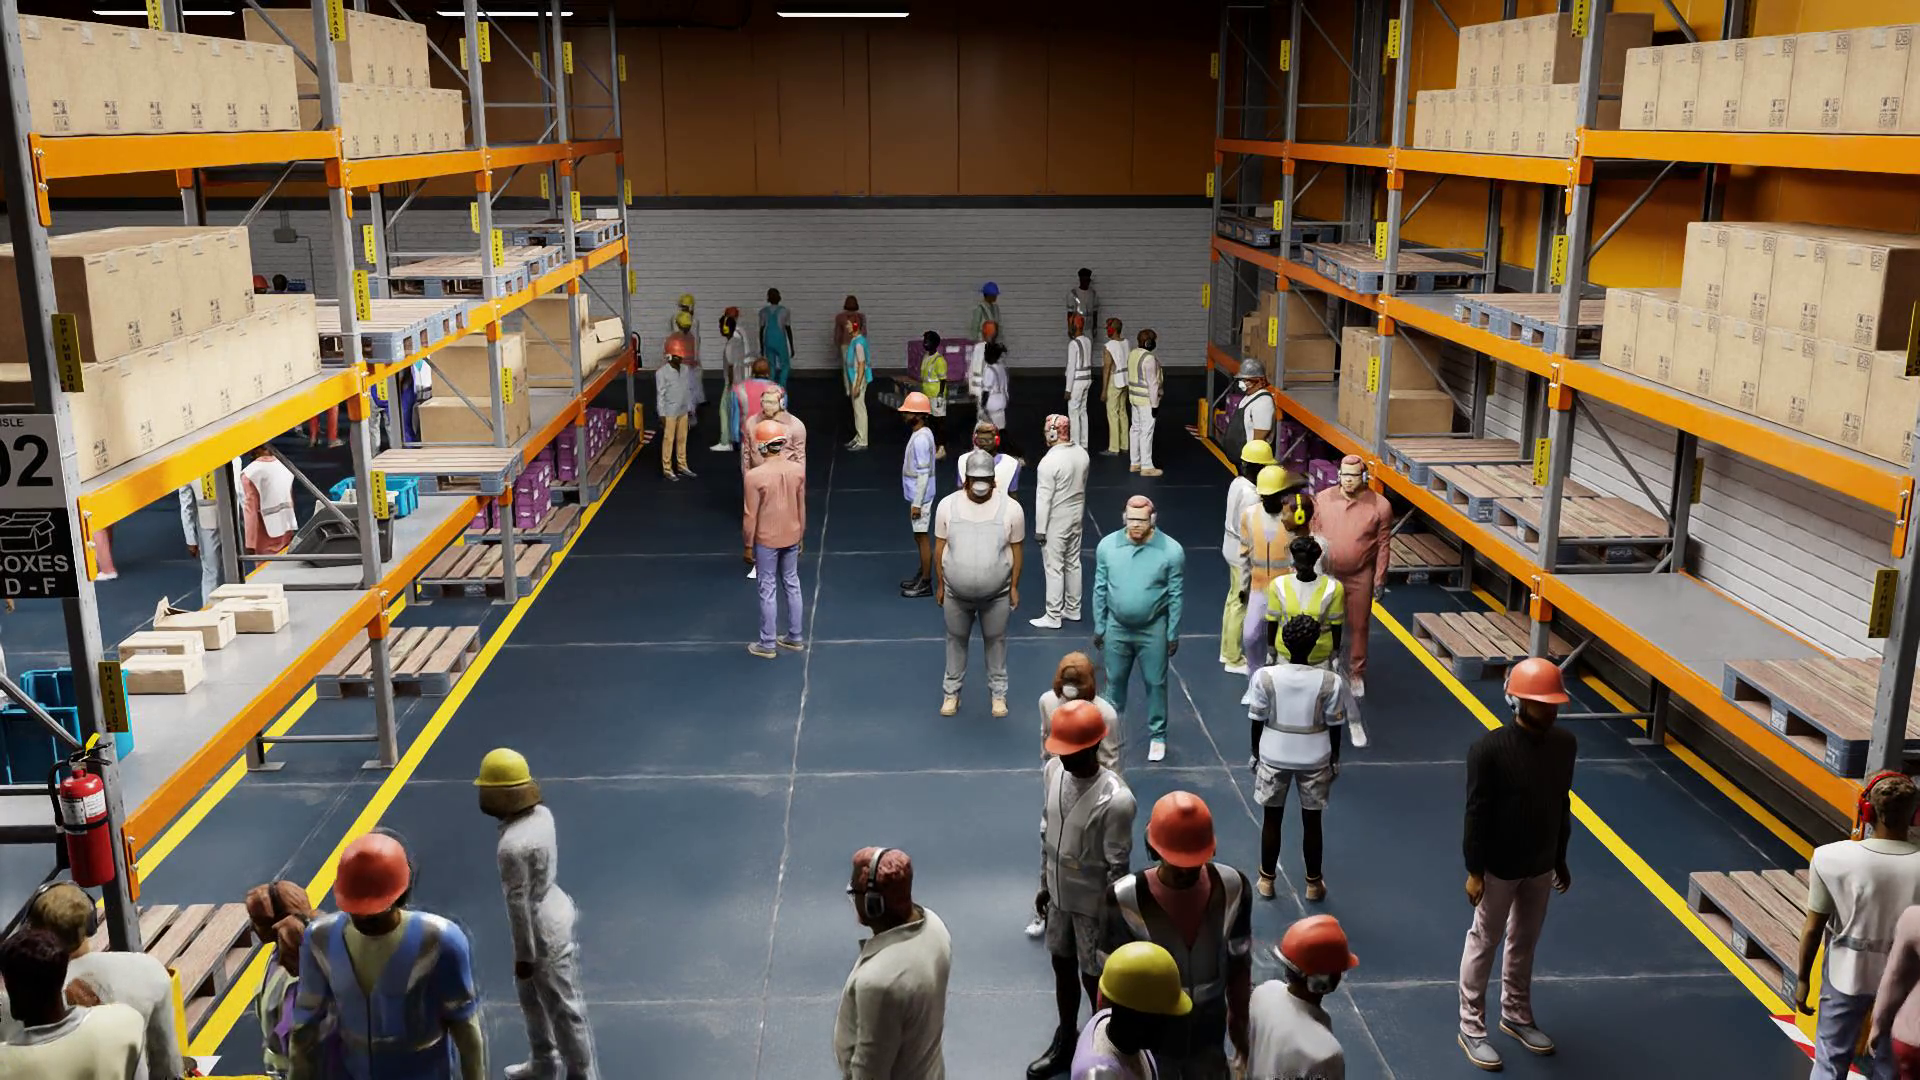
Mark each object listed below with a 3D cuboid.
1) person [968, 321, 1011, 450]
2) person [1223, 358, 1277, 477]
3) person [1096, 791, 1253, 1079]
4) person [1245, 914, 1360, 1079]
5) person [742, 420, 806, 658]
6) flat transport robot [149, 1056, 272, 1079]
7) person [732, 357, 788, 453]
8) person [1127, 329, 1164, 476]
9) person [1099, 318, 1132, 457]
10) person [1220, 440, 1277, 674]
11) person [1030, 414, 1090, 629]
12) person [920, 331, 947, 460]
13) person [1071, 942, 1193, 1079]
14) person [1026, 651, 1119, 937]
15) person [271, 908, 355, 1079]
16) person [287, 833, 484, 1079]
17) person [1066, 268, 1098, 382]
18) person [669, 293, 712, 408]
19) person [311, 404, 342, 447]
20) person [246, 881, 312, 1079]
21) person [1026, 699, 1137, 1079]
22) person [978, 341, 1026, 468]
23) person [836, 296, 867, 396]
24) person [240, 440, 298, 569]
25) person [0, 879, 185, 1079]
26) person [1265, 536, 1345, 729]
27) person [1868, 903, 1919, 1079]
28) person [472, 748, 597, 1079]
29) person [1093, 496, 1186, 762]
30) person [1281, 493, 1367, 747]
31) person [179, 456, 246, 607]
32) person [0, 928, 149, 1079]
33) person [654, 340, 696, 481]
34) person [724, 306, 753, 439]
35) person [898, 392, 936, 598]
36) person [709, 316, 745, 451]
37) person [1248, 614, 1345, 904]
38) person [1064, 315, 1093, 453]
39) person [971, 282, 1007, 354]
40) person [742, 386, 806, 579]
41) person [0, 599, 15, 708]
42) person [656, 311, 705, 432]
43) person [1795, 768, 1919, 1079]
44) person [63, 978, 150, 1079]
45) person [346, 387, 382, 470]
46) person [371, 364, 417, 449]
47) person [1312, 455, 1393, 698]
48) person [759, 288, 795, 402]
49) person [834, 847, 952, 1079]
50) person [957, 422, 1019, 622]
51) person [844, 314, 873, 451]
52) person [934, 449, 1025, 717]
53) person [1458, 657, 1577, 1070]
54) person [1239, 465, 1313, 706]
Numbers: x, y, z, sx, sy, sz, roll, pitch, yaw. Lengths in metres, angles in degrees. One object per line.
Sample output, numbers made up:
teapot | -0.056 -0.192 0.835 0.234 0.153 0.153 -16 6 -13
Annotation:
person | 0.389 -1.891 21.480 0.542 1.862 0.653 -7 16 -25
person | 2.983 -0.880 17.175 0.536 2.000 0.684 0 14 -1
person | 0.822 1.894 6.323 0.613 2.028 0.409 -3 15 -13
person | 1.142 2.146 5.937 0.843 1.723 0.571 -2 14 -10
person | -1.557 -0.013 13.885 0.615 1.987 0.407 -14 20 -43
flat transport robot | -3.309 2.623 6.951 0.652 0.197 1.431 -1 14 -2
person | -2.217 -1.121 18.554 0.640 1.825 0.674 -2 14 -6
person | 2.338 -1.735 20.926 0.429 1.845 0.627 -5 15 -20
person | 2.084 -2.026 22.090 0.385 1.838 0.566 11 18 37
person | 2.329 0.133 13.449 0.402 1.918 0.589 0 14 0
person | 0.865 -0.167 14.661 0.399 1.900 0.644 11 18 37
person | -0.353 -1.908 21.896 0.318 1.695 0.540 -7 16 -26
person | 0.528 2.183 5.408 0.400 1.915 0.591 2 14 7
person | 0.666 1.360 9.298 0.508 1.577 0.904 8 16 29
person | -2.328 2.124 6.206 0.524 1.631 0.314 12 18 39
person | -2.090 2.003 5.919 0.655 2.001 0.917 3 15 11
person | 2.072 -3.618 28.100 0.599 1.958 0.384 -7 16 -25
person | -4.243 -2.883 25.540 0.598 1.801 0.878 9 17 33
person | -8.695 -2.262 22.777 0.627 1.961 0.546 1 14 2
person | -2.520 2.070 6.414 0.312 1.632 0.526 -7 16 -26
person | 0.537 1.628 7.564 0.389 1.925 0.550 -11 18 -36
person | 0.472 -1.698 21.148 0.852 1.663 0.535 3 15 13
person | -1.765 -3.178 27.079 0.522 1.581 0.843 1 14 5
person | -5.865 -0.048 14.183 0.411 1.906 0.602 3 15 13
person | -2.964 2.103 5.737 0.550 1.912 0.640 12 19 40
person | 2.343 0.781 11.363 0.539 1.686 0.325 5 15 19
person | 3.806 2.003 6.488 0.688 1.723 0.563 -9 17 -32
person | -1.900 1.756 7.468 0.509 1.708 0.487 0 14 0
person | 1.232 0.614 11.604 0.644 1.898 0.398 5 15 19
person | 2.606 0.565 11.966 0.717 1.825 0.589 -2 14 -8
person | -6.413 -0.090 14.346 0.398 1.909 0.599 9 17 32
person | -2.894 2.175 5.446 0.382 1.912 0.586 9 17 32
person | -3.517 -1.613 20.644 0.353 1.743 0.568 9 17 32
person | -3.087 -2.327 23.224 0.560 1.855 0.594 3 15 11
person | -0.401 -0.428 15.594 0.345 1.942 0.551 0 14 -2
person | -3.004 -2.093 22.330 0.746 1.840 0.517 4 15 16
person | 1.911 1.249 9.501 0.540 1.695 0.317 3 15 13
person | 1.562 -2.052 22.106 0.359 1.879 0.586 8 16 27
person | 0.455 -3.046 25.909 0.641 1.924 0.621 8 16 28
person | -1.815 -0.551 16.144 0.640 1.911 0.410 3 15 12
person | -7.393 0.413 12.412 0.575 1.882 0.361 -9 17 -32
person | -4.020 -2.411 23.777 0.647 1.745 0.540 9 17 32
person | 3.764 1.847 6.882 0.560 1.836 0.394 5 15 17
person | -2.930 2.234 5.783 0.471 1.614 0.525 1 14 4
person | -7.566 -1.869 21.174 0.616 1.986 0.407 3 15 13
person | -6.983 -1.735 20.529 0.535 2.000 0.683 -3 15 -13
person | 2.987 0.279 12.890 0.639 1.911 0.406 6 15 21
person | -2.865 -3.028 26.055 0.590 1.811 0.508 3 15 11
person | -0.258 2.020 6.094 0.400 1.894 0.654 4 15 16
person | 0.238 -0.131 14.628 0.573 1.845 0.386 3 15 12
person | -1.377 -2.128 22.462 0.386 1.845 0.568 -2 14 -9
person | 0.132 0.331 12.420 0.681 2.000 0.537 1 14 4
person | 2.641 1.511 7.873 0.612 1.997 0.375 -6 16 -23
person | 2.362 0.365 12.568 0.619 1.904 0.554 9 17 31
